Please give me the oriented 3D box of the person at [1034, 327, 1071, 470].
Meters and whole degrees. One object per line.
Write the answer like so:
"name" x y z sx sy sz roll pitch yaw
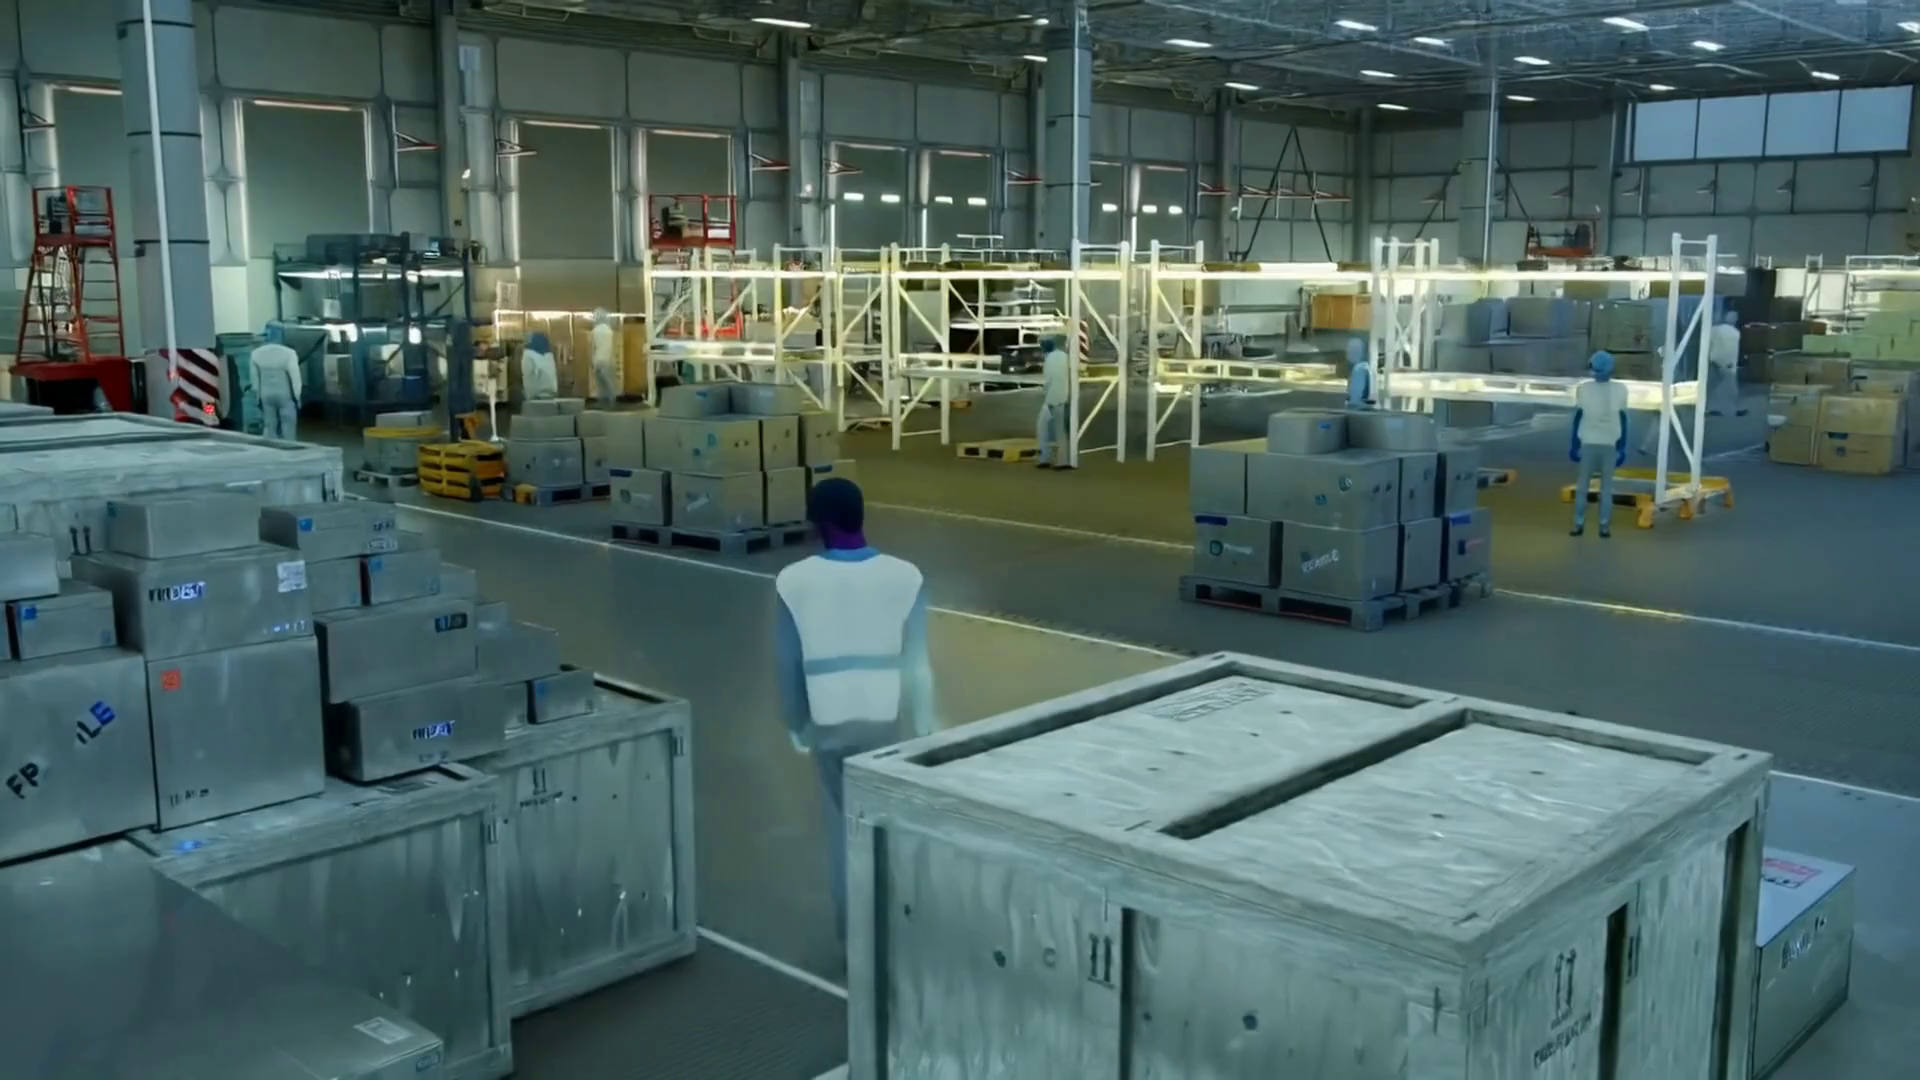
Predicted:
"person" 1.239 -1.848 21.929 0.574 1.893 0.590 6 11 31

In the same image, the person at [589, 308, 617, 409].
"person" -6.843 -3.452 31.647 0.396 1.924 0.550 3 10 19

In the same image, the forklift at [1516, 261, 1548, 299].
"forklift" 12.925 -4.937 37.812 1.873 2.768 1.129 9 13 43

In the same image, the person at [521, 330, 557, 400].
"person" -5.801 -1.963 22.797 0.585 1.827 0.650 3 10 17

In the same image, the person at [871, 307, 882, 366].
"person" -2.216 -5.404 44.513 0.314 1.632 0.521 -2 9 -11

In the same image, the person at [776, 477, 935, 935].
"person" -0.395 0.691 6.450 0.620 1.866 0.960 -2 9 -12

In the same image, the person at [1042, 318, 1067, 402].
"person" 1.791 -3.323 31.421 0.485 1.739 0.320 -2 9 -11

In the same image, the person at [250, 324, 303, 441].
"person" -8.873 -1.830 21.645 0.636 1.937 0.358 0 9 0

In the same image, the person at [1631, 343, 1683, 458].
"person" 9.933 -1.976 23.537 0.527 1.617 0.701 -5 11 -29

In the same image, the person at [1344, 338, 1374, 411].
"person" 4.531 -1.437 19.494 0.911 1.847 0.613 4 10 24

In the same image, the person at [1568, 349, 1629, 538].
"person" 6.319 -0.949 16.453 0.521 1.870 0.319 4 10 25

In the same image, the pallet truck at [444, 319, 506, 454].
"pallet truck" -6.981 -1.942 22.150 1.885 1.965 0.823 1 9 9

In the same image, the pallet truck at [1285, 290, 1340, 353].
"pallet truck" 11.297 -6.951 52.861 1.885 1.965 0.823 -5 11 -29

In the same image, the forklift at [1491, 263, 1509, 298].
"forklift" 14.960 -6.327 46.335 1.873 2.768 1.129 3 10 17

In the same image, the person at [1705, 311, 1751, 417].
"person" 13.784 -3.142 29.820 0.845 1.903 0.653 -2 10 -15
